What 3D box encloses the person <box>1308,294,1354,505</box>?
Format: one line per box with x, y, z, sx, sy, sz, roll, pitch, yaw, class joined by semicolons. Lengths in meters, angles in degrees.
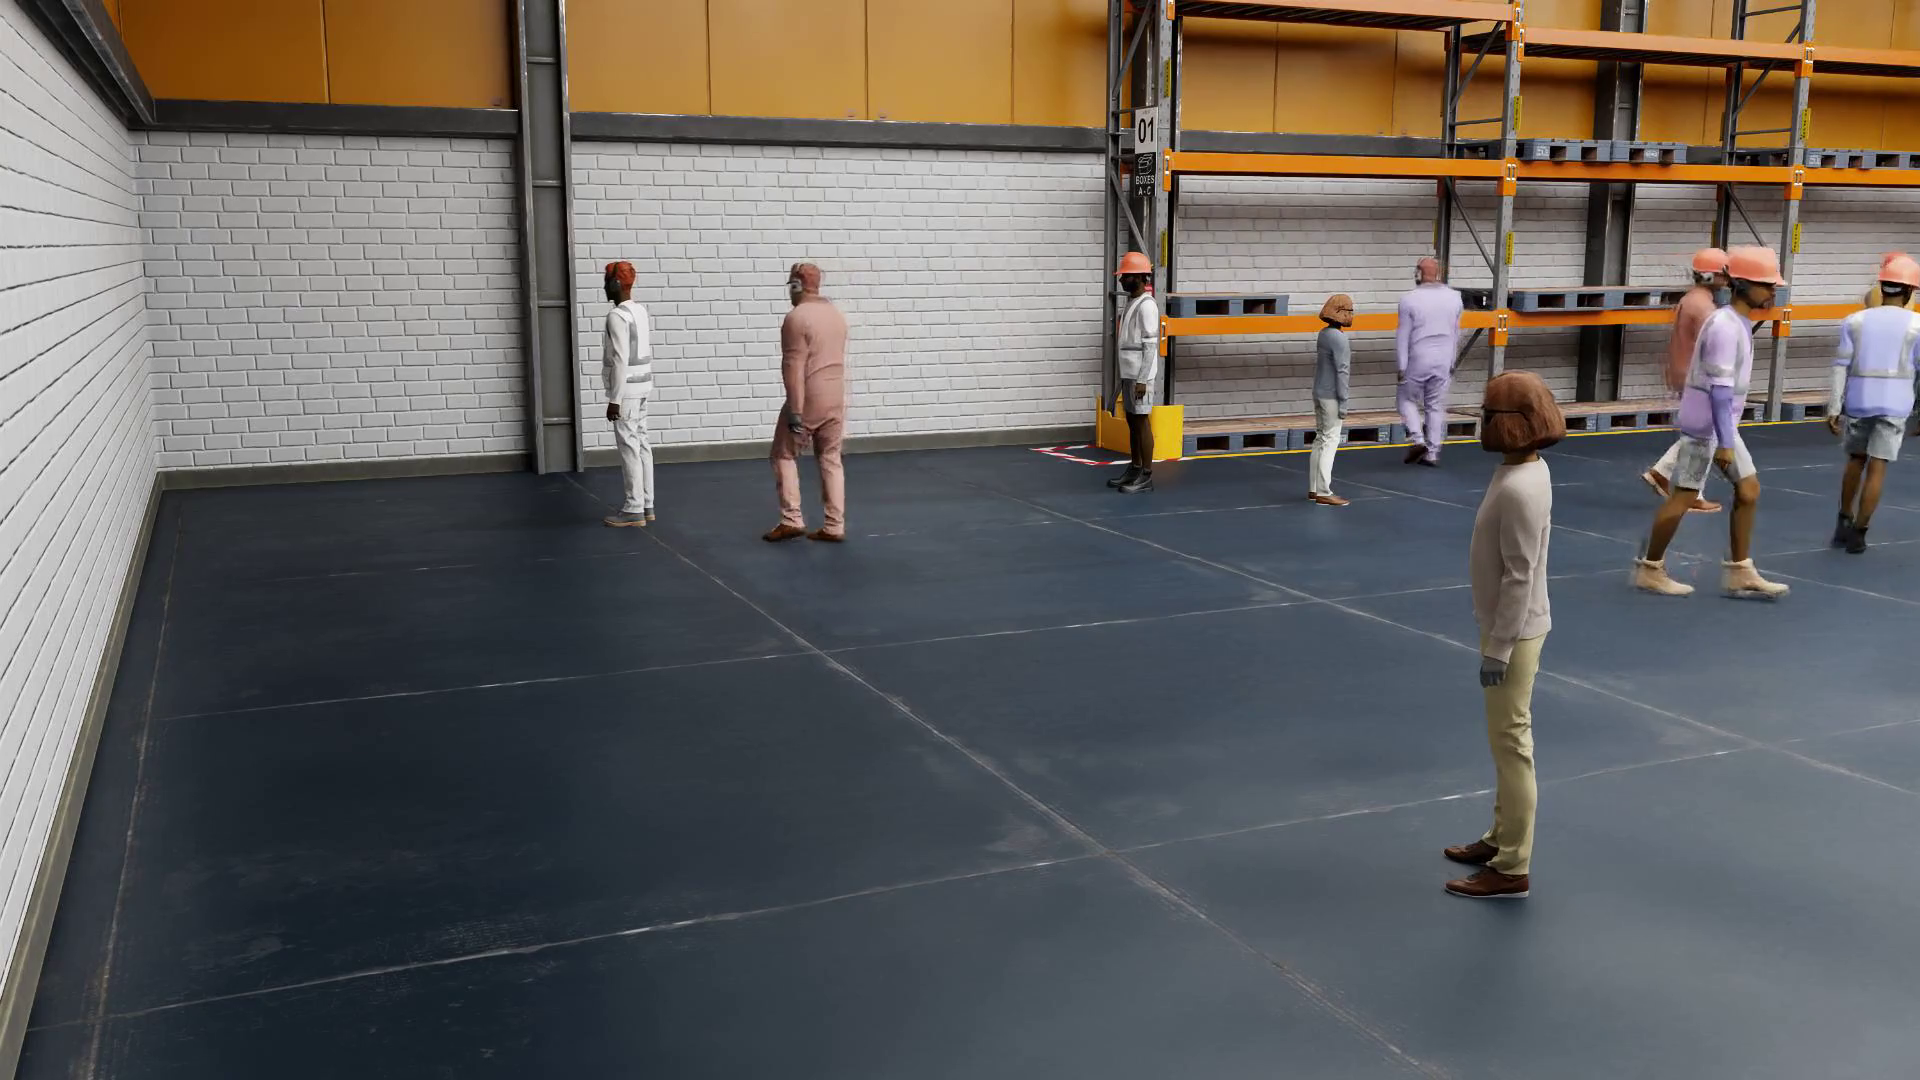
2.874;-1.081;12.845;0.280;1.624;0.494;-1;10;-8;person

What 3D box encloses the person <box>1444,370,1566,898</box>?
1.687;0.292;5.161;0.286;1.636;0.500;3;11;17;person

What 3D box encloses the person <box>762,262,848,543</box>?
-1.035;-0.912;11.188;0.631;1.882;0.658;7;12;32;person

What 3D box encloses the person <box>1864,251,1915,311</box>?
9.289;-1.913;16.627;0.399;1.926;0.567;-4;11;-21;person

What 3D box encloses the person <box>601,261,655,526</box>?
-2.377;-1.038;11.876;0.339;1.882;0.584;1;10;8;person

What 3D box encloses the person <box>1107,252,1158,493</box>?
1.412;-1.349;13.466;0.357;1.938;0.542;-2;10;-10;person

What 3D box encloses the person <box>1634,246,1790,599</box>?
4.301;-0.628;9.297;0.942;1.984;0.627;7;12;33;person

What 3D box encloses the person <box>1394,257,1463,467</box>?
4.178;-1.591;14.960;0.642;1.891;0.426;-2;10;-11;person

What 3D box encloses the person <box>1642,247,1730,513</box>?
5.496;-1.184;12.427;0.479;1.976;0.647;2;10;10;person

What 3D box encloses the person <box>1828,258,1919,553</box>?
6.026;-0.867;10.856;0.564;1.908;0.641;9;13;40;person
